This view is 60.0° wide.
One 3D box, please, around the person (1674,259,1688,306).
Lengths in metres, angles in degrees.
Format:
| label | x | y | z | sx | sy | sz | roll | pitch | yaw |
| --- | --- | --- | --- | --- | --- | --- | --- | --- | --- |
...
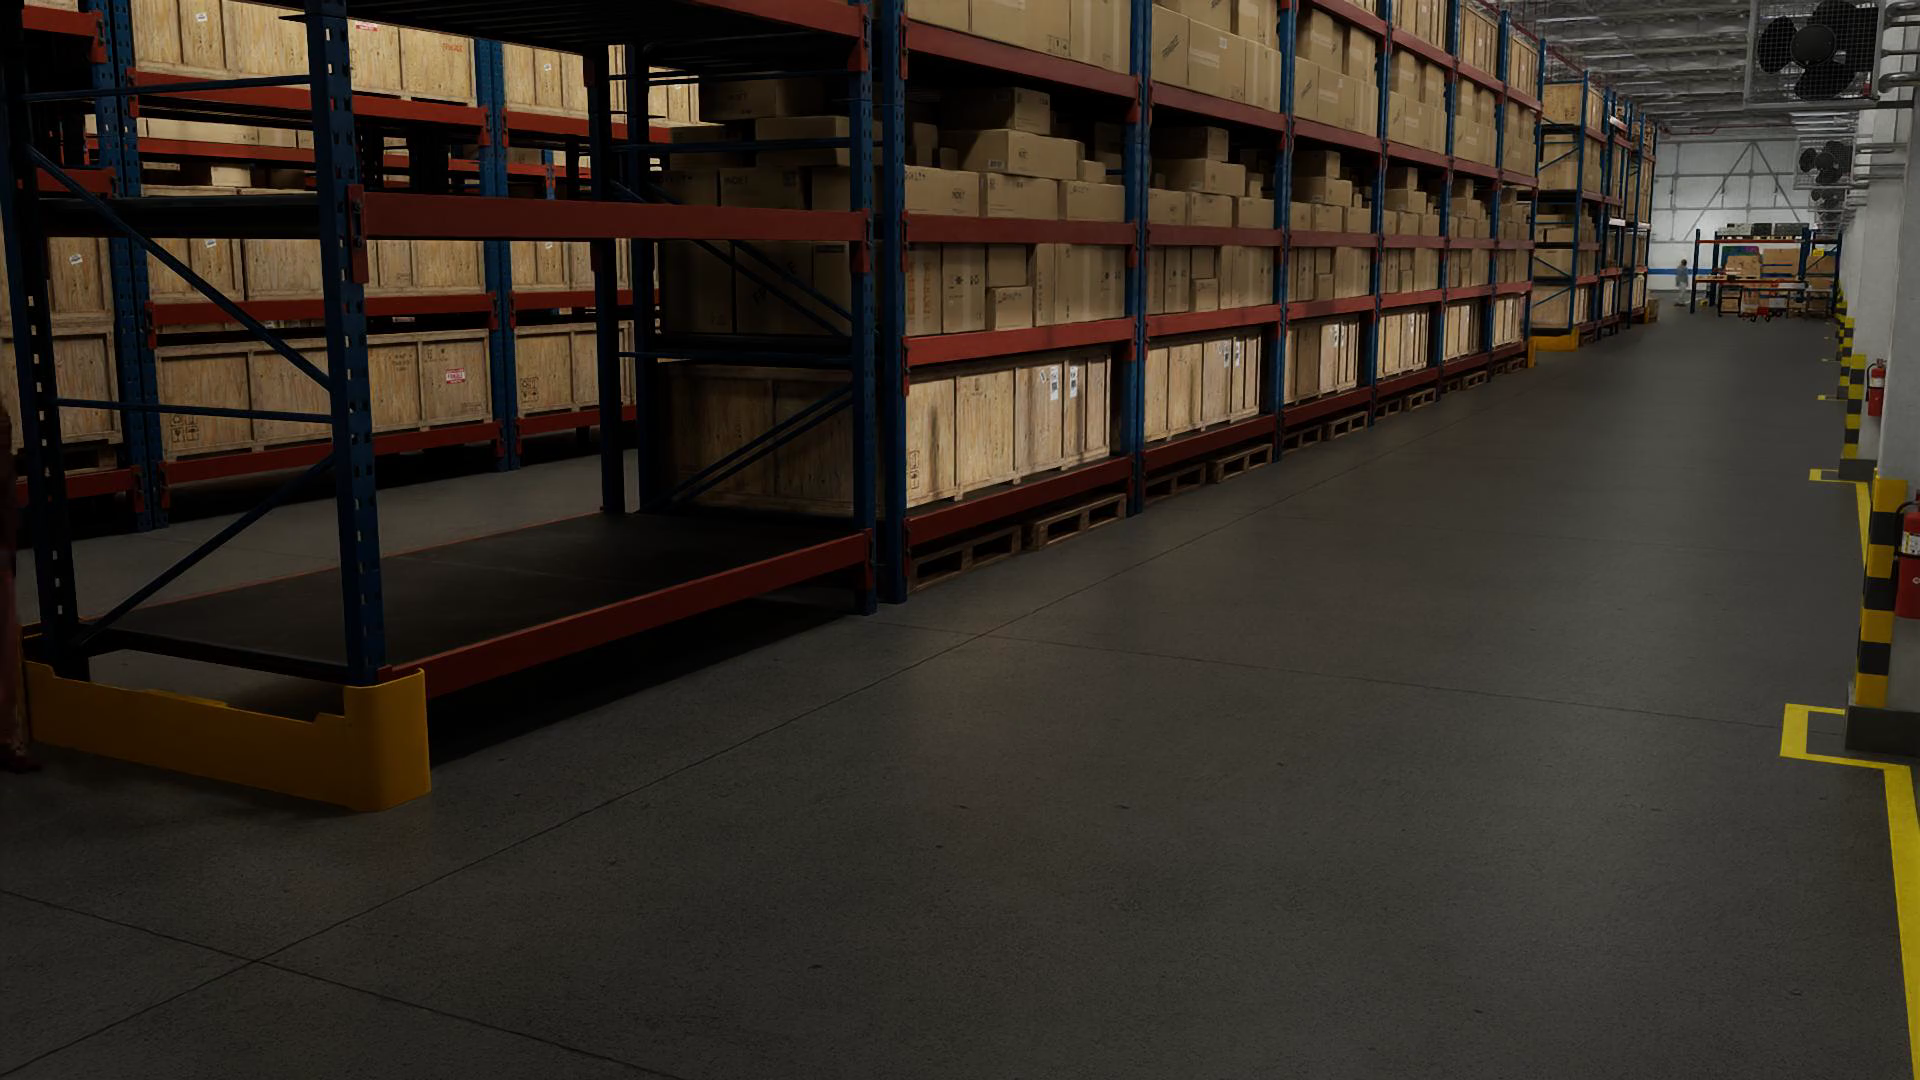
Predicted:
| label | x | y | z | sx | sy | sz | roll | pitch | yaw |
| --- | --- | --- | --- | --- | --- | --- | --- | --- | --- |
| person | 29.395 | -10.469 | 67.716 | 0.556 | 1.931 | 0.645 | -2 | 10 | -14 |

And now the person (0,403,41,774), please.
| label | x | y | z | sx | sy | sz | roll | pitch | yaw |
| --- | --- | --- | --- | --- | --- | --- | --- | --- | --- |
| person | -4.159 | 0.070 | 6.855 | 0.768 | 1.872 | 0.671 | 8 | 13 | 40 |
